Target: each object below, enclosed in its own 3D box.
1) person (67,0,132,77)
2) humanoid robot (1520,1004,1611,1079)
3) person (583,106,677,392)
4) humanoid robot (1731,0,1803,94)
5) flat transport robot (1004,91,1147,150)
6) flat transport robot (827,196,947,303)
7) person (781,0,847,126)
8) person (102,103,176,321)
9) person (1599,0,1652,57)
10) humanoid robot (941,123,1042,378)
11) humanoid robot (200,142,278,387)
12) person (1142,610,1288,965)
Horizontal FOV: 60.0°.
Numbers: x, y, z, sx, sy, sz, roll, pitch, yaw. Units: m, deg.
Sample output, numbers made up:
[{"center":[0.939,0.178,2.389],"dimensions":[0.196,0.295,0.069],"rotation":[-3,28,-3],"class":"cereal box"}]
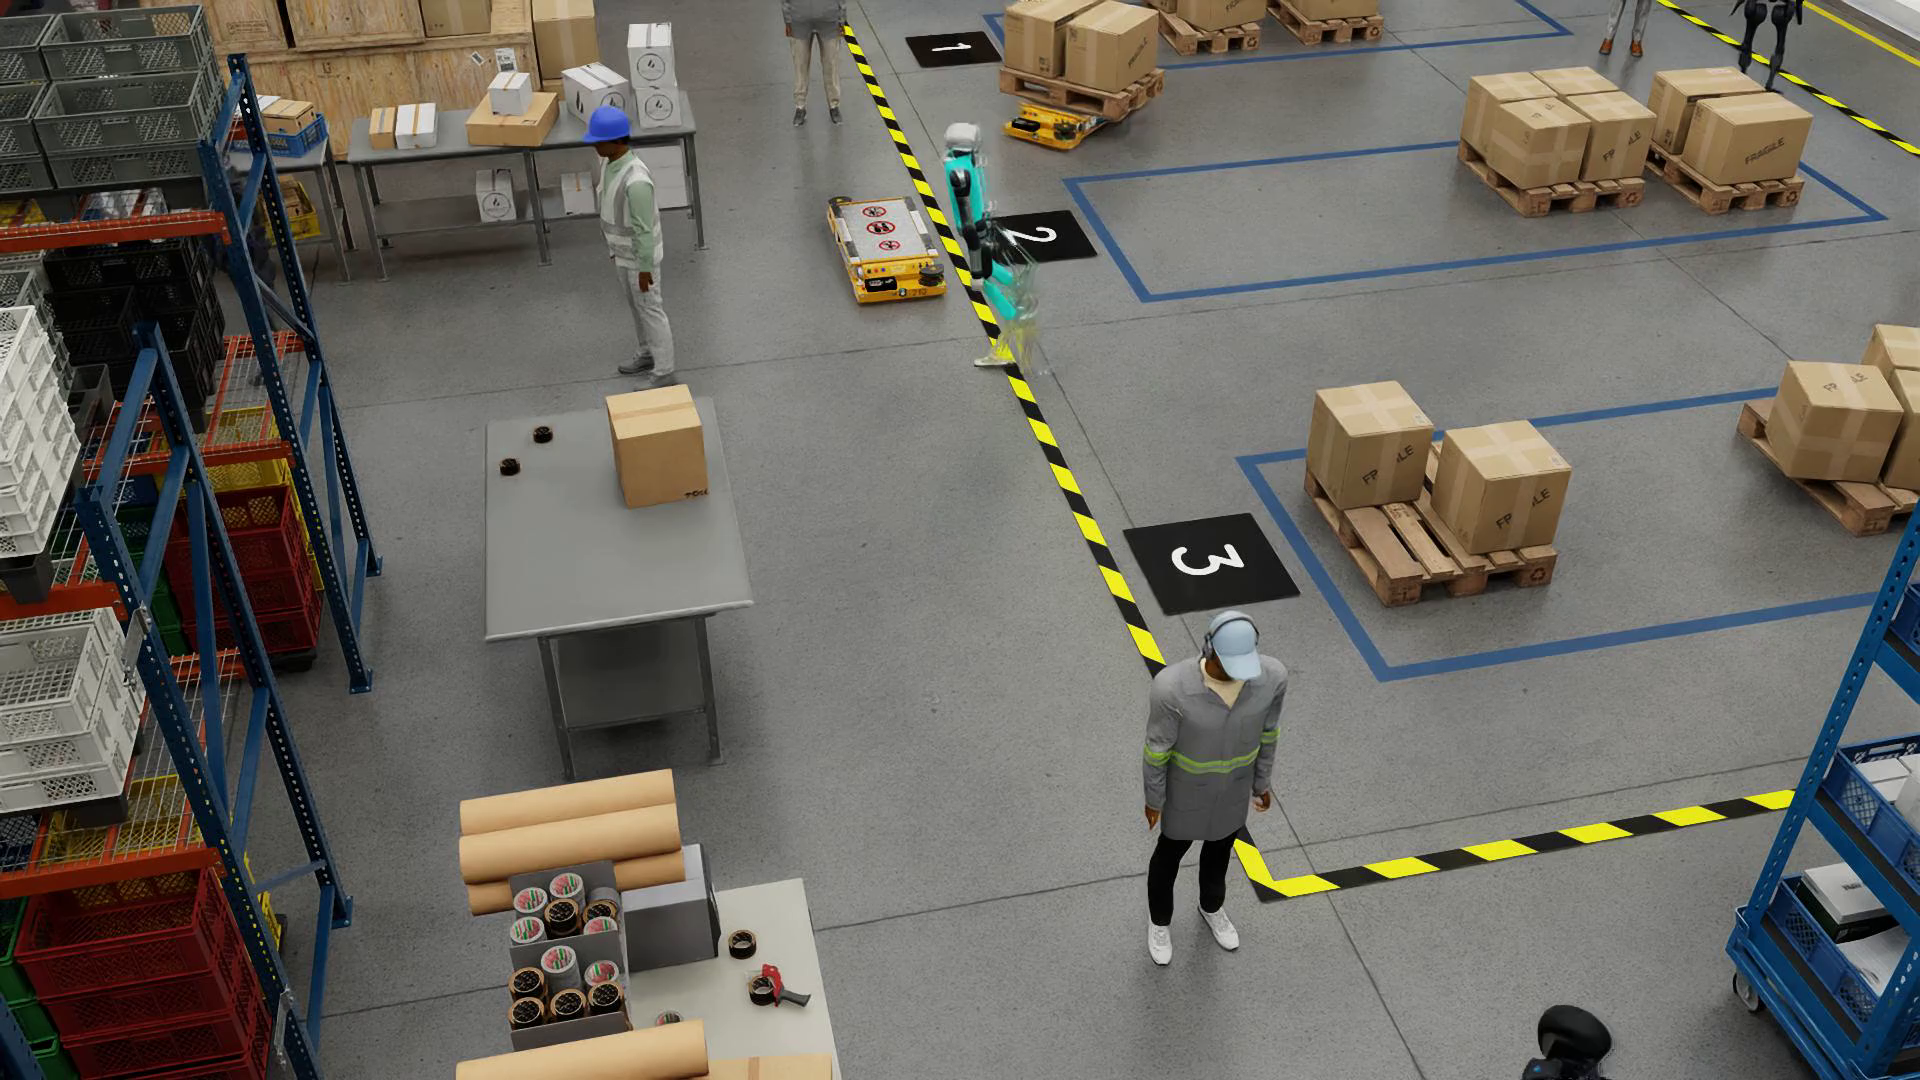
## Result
[{"center":[-7.549,-4.652,14.496],"dimensions":[0.404,1.833,0.589],"rotation":[-27,44,-31],"class":"person"},{"center":[1.962,2.124,5.516],"dimensions":[0.383,1.635,0.589],"rotation":[19,41,24],"class":"humanoid robot"},{"center":[-2.103,-1.848,10.641],"dimensions":[0.415,1.939,0.606],"rotation":[-18,40,-23],"class":"person"},{"center":[7.241,-4.789,14.815],"dimensions":[0.609,1.647,0.456],"rotation":[12,38,16],"class":"humanoid robot"},{"center":[1.044,-3.843,14.695],"dimensions":[0.652,0.197,1.431],"rotation":[22,42,26],"class":"flat transport robot"},{"center":[-0.570,-2.220,12.538],"dimensions":[0.659,0.231,1.431],"rotation":[-8,37,-10],"class":"flat transport robot"},{"center":[-1.246,-4.447,14.271],"dimensions":[0.561,1.769,0.395],"rotation":[-3,37,-5],"class":"person"},{"center":[-5.286,-1.920,10.801],"dimensions":[0.383,1.870,0.573],"rotation":[-30,46,-34],"class":"person"},{"center":[6.422,-5.491,15.582],"dimensions":[0.587,1.884,0.361],"rotation":[9,38,11],"class":"person"},{"center":[0.261,-1.809,10.848],"dimensions":[0.761,1.881,0.544],"rotation":[-1,37,-1],"class":"humanoid robot"},{"center":[-4.732,-1.847,10.875],"dimensions":[0.583,1.631,0.618],"rotation":[16,40,20],"class":"humanoid robot"},{"center":[1.033,1.020,6.857],"dimensions":[0.587,1.851,0.387],"rotation":[-8,37,-11],"class":"person"}]
